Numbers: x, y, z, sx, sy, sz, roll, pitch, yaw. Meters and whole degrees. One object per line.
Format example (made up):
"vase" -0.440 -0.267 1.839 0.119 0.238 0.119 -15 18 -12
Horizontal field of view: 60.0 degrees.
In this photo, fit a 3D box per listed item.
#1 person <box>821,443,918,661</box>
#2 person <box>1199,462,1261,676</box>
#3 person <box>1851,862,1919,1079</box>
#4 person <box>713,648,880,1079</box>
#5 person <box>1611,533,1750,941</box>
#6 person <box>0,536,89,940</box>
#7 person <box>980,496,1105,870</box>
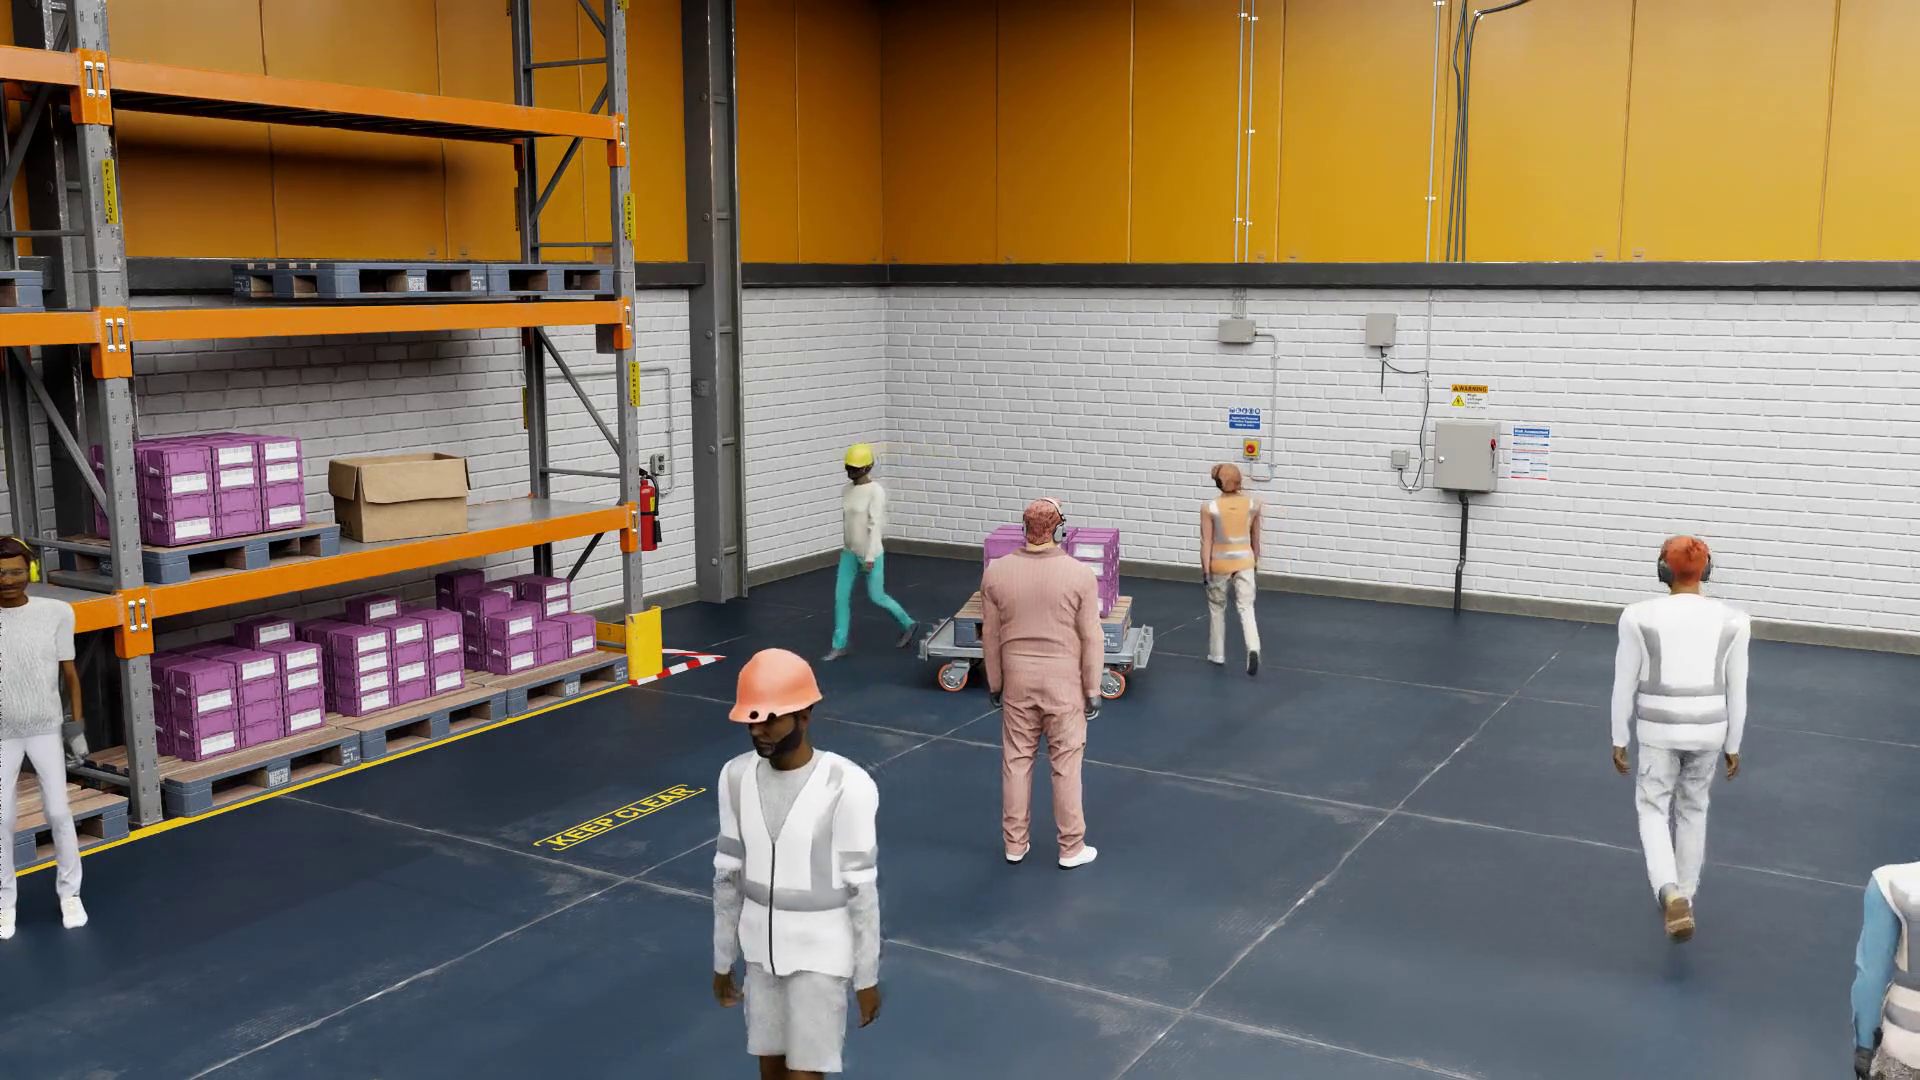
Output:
"person" -0.705 0.081 13.115 0.515 1.733 0.791 9 13 44
"person" 2.076 0.213 12.627 0.519 1.607 0.736 -1 9 -9
"person" 2.831 1.468 4.762 0.531 1.630 0.358 3 10 19
"person" -0.523 1.269 5.074 0.564 1.918 0.405 5 10 28
"person" 3.264 0.911 7.533 0.577 1.862 0.712 2 9 12
"person" -4.289 0.894 7.620 0.511 1.860 0.318 -5 10 -26
"person" 0.436 0.727 8.496 0.638 1.911 0.406 4 10 21
